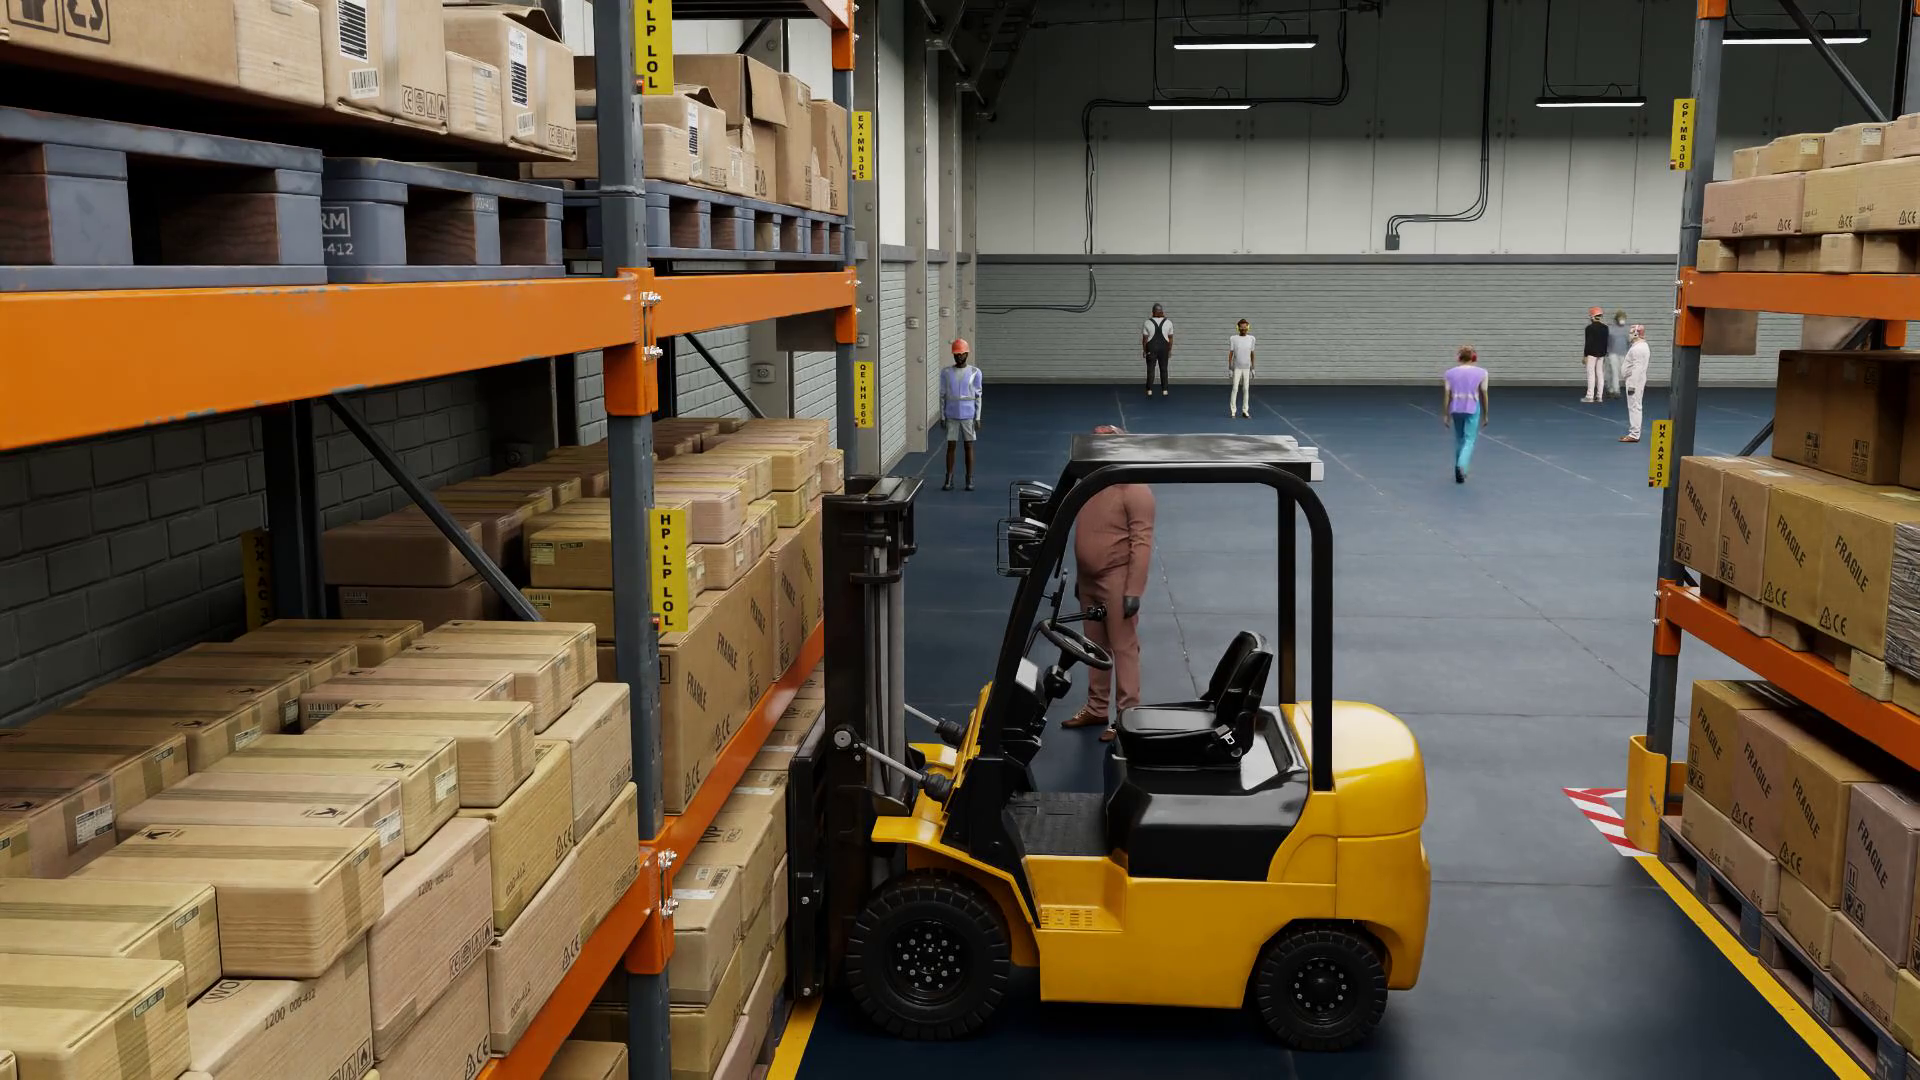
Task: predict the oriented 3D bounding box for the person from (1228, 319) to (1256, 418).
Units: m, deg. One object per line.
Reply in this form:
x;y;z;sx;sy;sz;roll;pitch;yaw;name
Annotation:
5.297;-3.216;31.247;0.528;1.871;0.323;-1;9;-5;person

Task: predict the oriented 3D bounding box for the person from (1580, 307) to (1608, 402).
13.331;-3.892;34.967;0.622;1.992;0.395;-5;10;-26;person

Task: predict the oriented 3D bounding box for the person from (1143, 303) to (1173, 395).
4.380;-4.247;36.976;0.689;2.000;0.539;0;9;-1;person

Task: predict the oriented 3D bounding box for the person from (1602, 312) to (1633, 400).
14.124;-3.955;35.725;0.637;1.882;1.039;0;9;-2;person

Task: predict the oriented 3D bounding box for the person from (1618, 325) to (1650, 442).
10.952;-2.541;27.042;0.408;1.906;0.653;5;11;28;person

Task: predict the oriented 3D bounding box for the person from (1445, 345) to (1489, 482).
6.701;-1.684;22.114;0.562;1.824;0.822;6;11;33;person

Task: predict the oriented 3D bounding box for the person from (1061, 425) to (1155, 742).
0.888;0.256;10.095;0.408;1.908;0.644;-6;11;-31;person

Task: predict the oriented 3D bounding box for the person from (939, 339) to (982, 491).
0.003;-1.589;21.181;0.542;1.938;0.358;1;9;6;person
